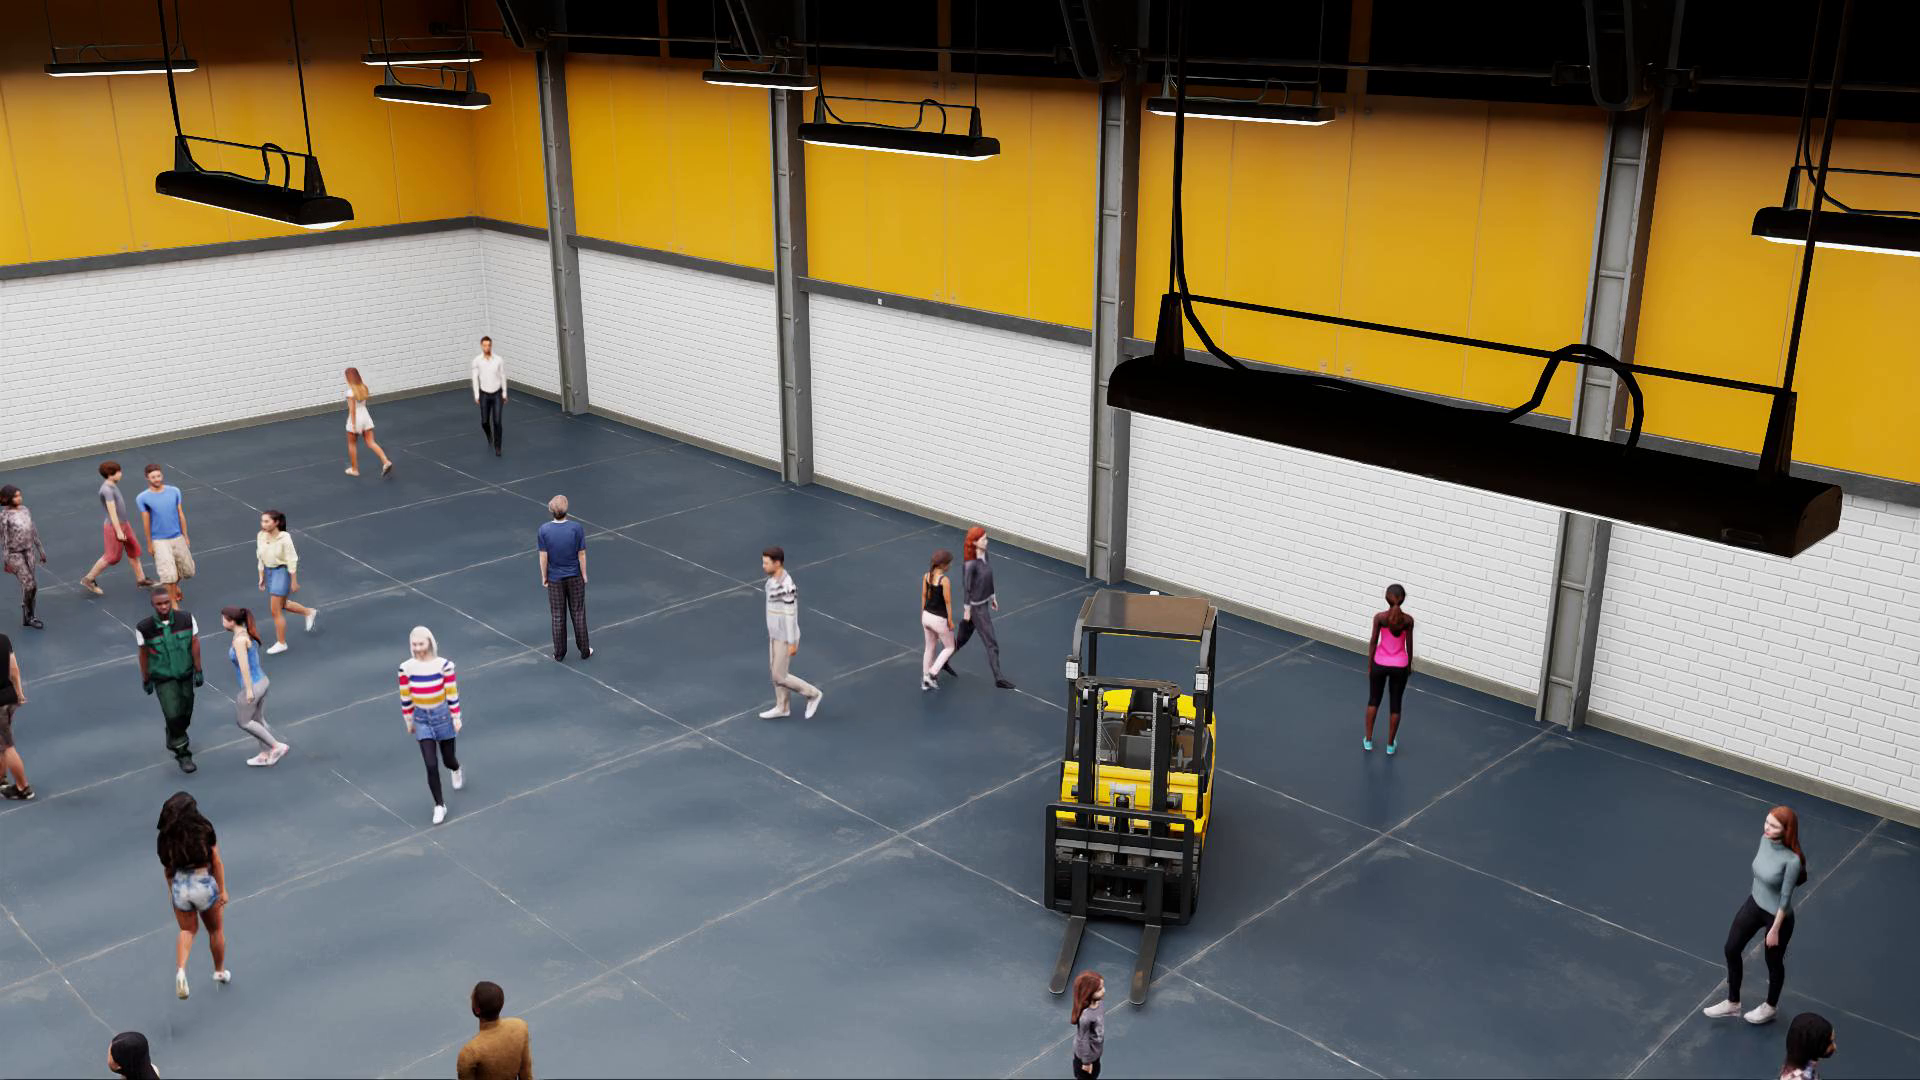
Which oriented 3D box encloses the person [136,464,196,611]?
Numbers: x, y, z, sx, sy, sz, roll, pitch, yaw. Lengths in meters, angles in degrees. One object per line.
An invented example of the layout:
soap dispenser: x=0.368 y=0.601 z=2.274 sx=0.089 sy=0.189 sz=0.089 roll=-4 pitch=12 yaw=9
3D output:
person: x=-9.260 y=-0.013 z=19.372 sx=0.666 sy=1.845 sz=0.912 roll=-16 pitch=24 yaw=-39

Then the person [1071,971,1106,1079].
person: x=0.829 y=3.272 z=10.777 sx=0.549 sy=1.105 sz=0.532 roll=7 pitch=20 yaw=19

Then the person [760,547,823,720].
person: x=-1.677 y=0.937 z=16.574 sx=0.958 sy=1.831 sz=0.935 roll=-5 pitch=19 yaw=-16

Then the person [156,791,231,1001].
person: x=-5.531 y=2.602 z=11.971 sx=0.835 sy=1.612 sz=0.908 roll=-1 pitch=19 yaw=-2

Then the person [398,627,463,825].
person: x=-4.637 y=1.577 z=14.737 sx=0.979 sy=1.790 sz=1.072 roll=-2 pitch=19 yaw=-6

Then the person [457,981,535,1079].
person: x=-2.577 y=3.363 z=9.436 sx=1.212 sy=1.788 sz=0.827 roll=11 pitch=21 yaw=29

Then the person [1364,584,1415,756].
person: x=4.115 y=1.232 z=15.867 sx=0.667 sy=1.722 sz=0.736 roll=6 pitch=19 yaw=17

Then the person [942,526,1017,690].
person: x=0.102 y=0.706 z=17.419 sx=1.230 sy=1.730 sz=0.895 roll=8 pitch=20 yaw=21

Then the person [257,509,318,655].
person: x=-7.506 y=0.416 z=18.468 sx=1.040 sy=1.608 sz=0.884 roll=9 pitch=21 yaw=25

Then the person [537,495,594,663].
person: x=-4.293 y=0.407 z=18.083 sx=0.738 sy=1.871 sz=0.737 roll=-4 pitch=19 yaw=-12

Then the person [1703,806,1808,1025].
person: x=5.748 y=2.646 z=11.668 sx=0.887 sy=1.723 sz=0.845 roll=-3 pitch=19 yaw=-8

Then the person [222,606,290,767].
person: x=-6.575 y=1.388 z=15.616 sx=0.845 sy=1.588 sz=0.791 roll=-4 pitch=19 yaw=-13

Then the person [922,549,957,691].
person: x=-0.262 y=0.859 z=17.245 sx=0.607 sy=1.550 sz=0.669 roll=13 pitch=23 yaw=34

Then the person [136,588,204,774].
person: x=-7.419 y=1.268 z=15.625 sx=0.722 sy=1.808 sz=1.025 roll=-12 pitch=22 yaw=-32

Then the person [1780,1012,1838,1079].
person: x=4.586 y=3.427 z=9.401 sx=1.168 sy=1.690 sz=0.864 roll=9 pitch=21 yaw=25

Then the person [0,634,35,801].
person: x=-8.588 y=1.480 z=14.937 sx=1.030 sy=1.847 sz=0.931 roll=4 pitch=19 yaw=13

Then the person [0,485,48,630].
person: x=-10.768 y=0.199 z=18.969 sx=0.766 sy=1.701 sz=0.713 roll=6 pitch=20 yaw=18

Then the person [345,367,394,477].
person: x=-8.864 y=-1.736 z=24.766 sx=1.140 sy=1.669 sz=0.811 roll=9 pitch=20 yaw=24

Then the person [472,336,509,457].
person: x=-7.363 y=-2.276 z=26.082 sx=0.939 sy=1.851 sz=1.113 roll=-6 pitch=20 yaw=-17

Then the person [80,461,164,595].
person: x=-10.252 y=-0.119 z=20.038 sx=1.004 sy=1.621 sz=1.119 roll=-5 pitch=19 yaw=-15

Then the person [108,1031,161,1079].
person: x=-4.458 y=3.469 z=9.144 sx=0.862 sy=1.775 sz=0.788 roll=-3 pitch=19 yaw=-8
